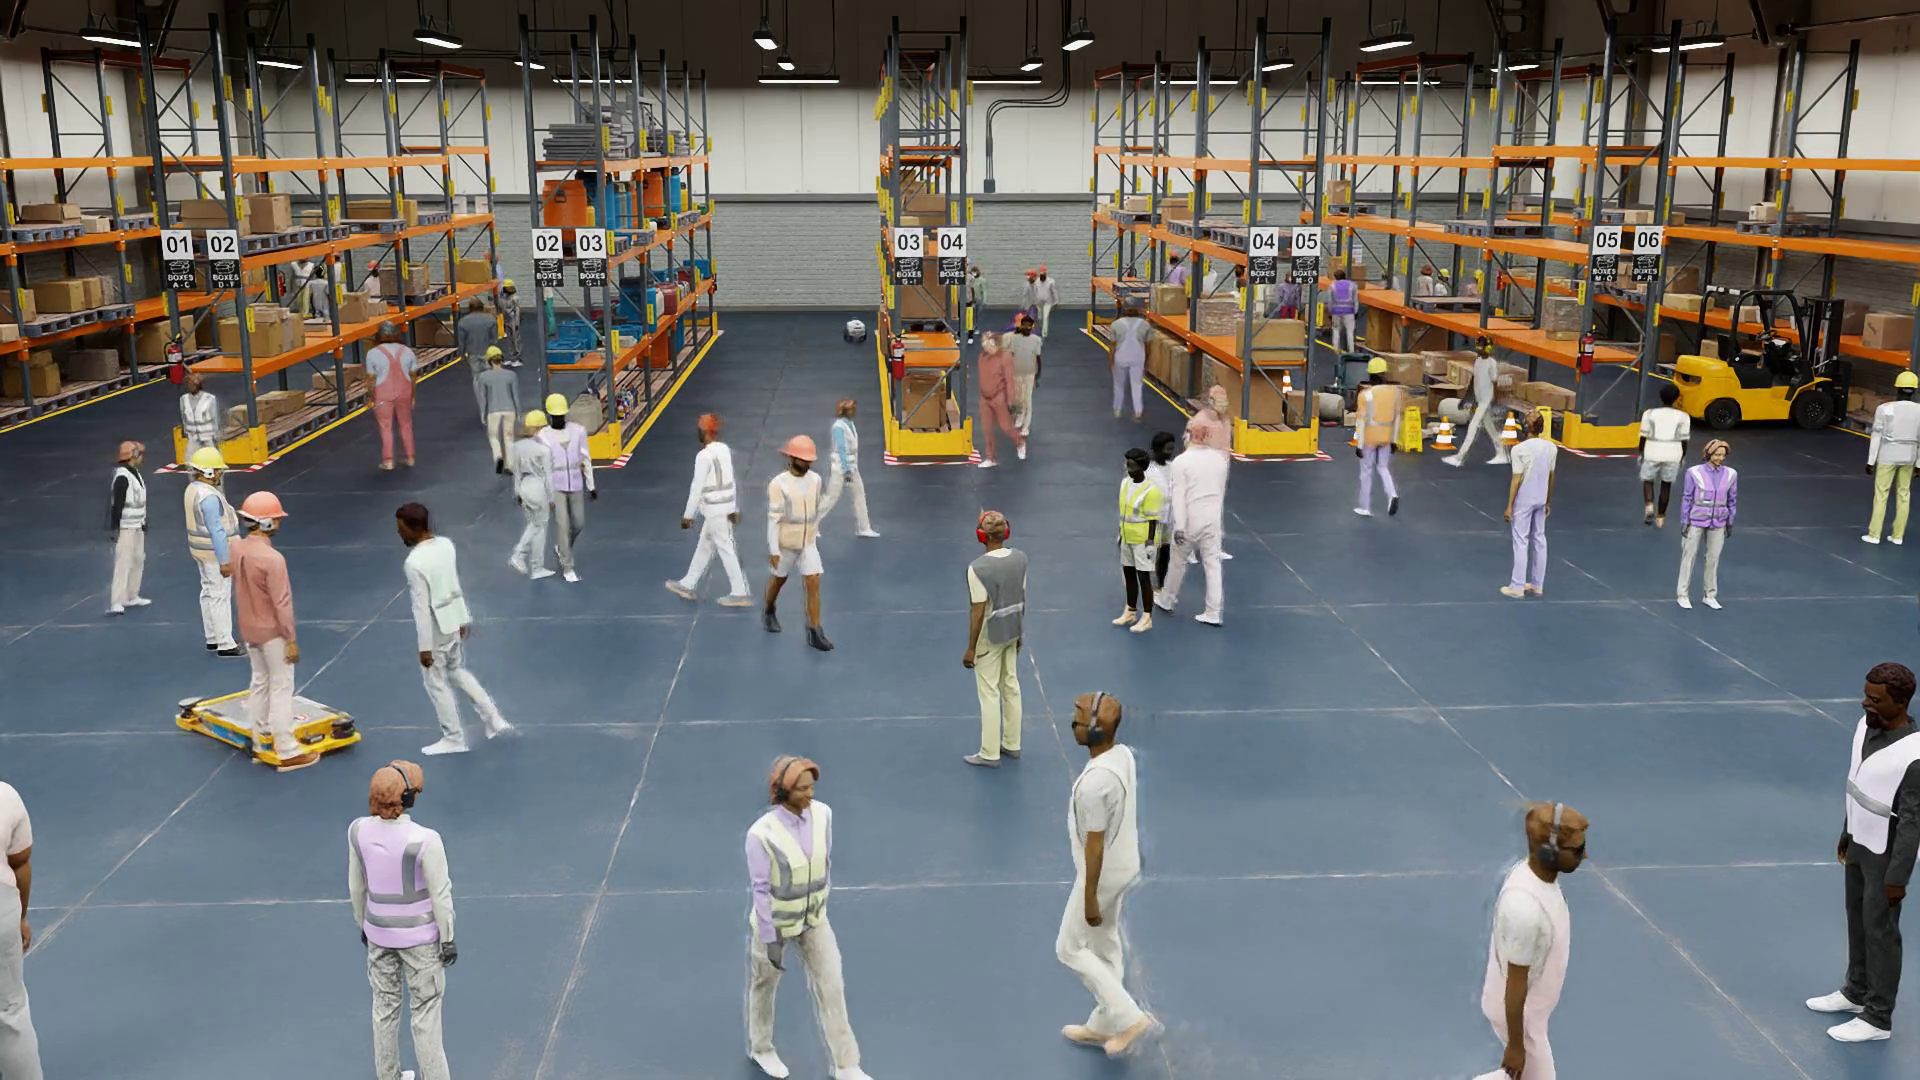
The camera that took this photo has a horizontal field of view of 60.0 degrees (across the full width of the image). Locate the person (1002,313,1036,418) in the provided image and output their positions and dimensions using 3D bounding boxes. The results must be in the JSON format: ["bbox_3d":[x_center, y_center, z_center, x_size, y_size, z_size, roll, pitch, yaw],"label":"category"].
[{"bbox_3d":[0.942,-2.798,26.782,0.575,1.732,0.684,1,13,5],"label":"person"}]

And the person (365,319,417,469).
[{"bbox_3d":[-7.785,-1.997,22.729,0.687,2.000,0.536,-11,17,-39],"label":"person"}]

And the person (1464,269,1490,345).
[{"bbox_3d":[11.291,-5.064,36.394,0.539,1.735,0.778,1,13,3],"label":"person"}]

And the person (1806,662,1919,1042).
[{"bbox_3d":[4.503,1.515,8.137,0.397,1.911,0.588,1,13,5],"label":"person"}]

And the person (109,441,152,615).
[{"bbox_3d":[-7.864,-0.118,15.692,0.397,1.605,0.644,-2,13,-9],"label":"person"}]

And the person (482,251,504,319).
[{"bbox_3d":[-11.094,-5.910,39.573,0.418,1.913,0.587,2,13,8],"label":"person"}]

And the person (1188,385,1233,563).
[{"bbox_3d":[2.650,-0.692,17.534,0.426,1.913,0.694,10,17,37],"label":"person"}]

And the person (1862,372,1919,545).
[{"bbox_3d":[10.312,-0.891,18.316,0.587,1.921,0.388,2,13,7],"label":"person"}]

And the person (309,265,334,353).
[{"bbox_3d":[-13.587,-4.914,35.448,0.519,1.874,0.331,3,14,11],"label":"person"}]

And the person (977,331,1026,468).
[{"bbox_3d":[0.543,-1.955,22.933,0.657,1.870,0.799,12,18,42],"label":"person"}]

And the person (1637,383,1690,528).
[{"bbox_3d":[8.063,-0.955,19.078,0.553,1.683,0.397,5,14,21],"label":"person"}]

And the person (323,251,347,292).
[{"bbox_3d":[-14.586,-5.835,39.014,0.636,2.025,0.558,-1,13,-6],"label":"person"}]

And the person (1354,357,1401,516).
[{"bbox_3d":[4.921,-1.195,19.595,0.600,1.914,0.614,-4,14,-17],"label":"person"}]

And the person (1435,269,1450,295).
[{"bbox_3d":[10.376,-4.969,35.929,0.337,1.757,0.518,7,15,29],"label":"person"}]

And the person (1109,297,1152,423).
[{"bbox_3d":[2.724,-2.915,26.617,0.694,2.000,1.010,-1,13,-3],"label":"person"}]

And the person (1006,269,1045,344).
[{"bbox_3d":[1.427,-5.212,37.090,0.877,1.696,0.574,5,14,22],"label":"person"}]

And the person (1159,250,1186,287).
[{"bbox_3d":[4.873,-5.648,38.241,0.615,2.030,0.518,-3,14,-14],"label":"person"}]

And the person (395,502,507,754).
[{"bbox_3d":[-3.660,0.640,11.895,0.607,1.885,0.633,1,13,6],"label":"person"}]

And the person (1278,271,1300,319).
[{"bbox_3d":[7.357,-5.206,37.213,0.500,1.628,0.271,-2,13,-10],"label":"person"}]

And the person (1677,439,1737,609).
[{"bbox_3d":[7.081,-0.148,15.777,0.514,1.634,0.313,0,13,0],"label":"person"}]

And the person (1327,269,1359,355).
[{"bbox_3d":[8.061,-4.785,35.049,0.662,1.803,0.585,2,14,10],"label":"person"}]

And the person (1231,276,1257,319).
[{"bbox_3d":[5.560,-4.292,32.867,0.597,1.859,0.841,-2,13,-9],"label":"person"}]

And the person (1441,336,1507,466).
[{"bbox_3d":[7.156,-1.910,22.860,1.009,1.811,0.521,-2,13,-6],"label":"person"}]

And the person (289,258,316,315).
[{"bbox_3d":[-16.359,-6.271,41.354,0.646,1.804,0.586,-1,13,-4],"label":"person"}]

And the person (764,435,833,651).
[{"bbox_3d":[-1.482,-0.017,14.703,0.566,1.882,1.032,-10,16,-36],"label":"person"}]

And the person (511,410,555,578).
[{"bbox_3d":[-4.305,-0.457,16.887,0.497,1.727,0.407,11,17,39],"label":"person"}]

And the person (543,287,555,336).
[{"bbox_3d":[-9.626,-5.627,38.692,0.331,1.768,0.526,-1,13,-6],"label":"person"}]

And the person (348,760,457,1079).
[{"bbox_3d":[-2.512,1.791,7.538,0.525,1.639,0.307,5,14,20],"label":"person"}]

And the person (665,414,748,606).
[{"bbox_3d":[-2.445,-0.285,15.882,0.933,1.840,0.588,3,14,12],"label":"person"}]

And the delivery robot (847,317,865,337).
[{"bbox_3d":[-2.347,-4.788,37.532,0.477,0.478,0.707,-3,13,-11],"label":"delivery robot"}]

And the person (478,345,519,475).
[{"bbox_3d":[-6.121,-1.710,22.140,0.545,1.749,0.484,-7,15,-26],"label":"person"}]

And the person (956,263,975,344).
[{"bbox_3d":[0.101,-5.317,37.196,0.508,1.861,0.328,6,14,23],"label":"person"}]

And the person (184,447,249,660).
[{"bbox_3d":[-6.377,0.110,14.256,0.404,1.829,0.588,-11,17,-39],"label":"person"}]

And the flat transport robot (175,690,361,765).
[{"bbox_3d":[-5.154,1.347,12.352,1.431,0.197,0.652,10,17,36],"label":"flat transport robot"}]

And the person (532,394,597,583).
[{"bbox_3d":[-4.047,-0.553,16.943,0.601,1.900,0.751,-9,16,-34],"label":"person"}]

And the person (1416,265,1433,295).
[{"bbox_3d":[10.891,-5.626,38.970,0.280,1.634,0.498,-7,15,-26],"label":"person"}]

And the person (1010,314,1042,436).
[{"bbox_3d":[0.996,-2.531,25.401,0.537,1.849,0.505,2,13,8],"label":"person"}]

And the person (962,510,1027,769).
[{"bbox_3d":[0.259,0.702,11.716,0.374,1.841,0.573,11,17,40],"label":"person"}]

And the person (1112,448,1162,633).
[{"bbox_3d":[1.609,-0.005,15.047,0.319,1.691,0.537,-7,15,-29],"label":"person"}]

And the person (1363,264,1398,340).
[{"bbox_3d":[9.549,-5.301,37.322,0.991,1.773,0.614,-3,14,-11],"label":"person"}]

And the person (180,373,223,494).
[{"bbox_3d":[-9.292,-1.224,20.361,0.534,1.622,0.537,2,13,7],"label":"person"}]

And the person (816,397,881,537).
[{"bbox_3d":[-1.349,-0.808,18.625,0.815,1.603,0.518,4,14,17],"label":"person"}]

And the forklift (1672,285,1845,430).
[{"bbox_3d":[12.503,-2.886,26.166,2.313,2.155,1.214,-1,13,-3],"label":"forklift"}]

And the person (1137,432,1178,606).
[{"bbox_3d":[1.879,-0.214,15.904,0.549,1.686,0.475,-11,17,-39],"label":"person"}]

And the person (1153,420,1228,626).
[{"bbox_3d":[2.136,-0.178,15.414,0.664,1.851,0.970,-7,15,-28],"label":"person"}]

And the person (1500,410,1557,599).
[{"bbox_3d":[5.522,-0.346,16.152,0.507,1.845,0.339,-5,14,-19],"label":"person"}]

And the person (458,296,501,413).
[{"bbox_3d":[-7.929,-3.056,27.461,0.664,1.923,0.487,-3,14,-13],"label":"person"}]

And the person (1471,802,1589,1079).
[{"bbox_3d":[2.203,1.896,6.729,0.746,1.822,0.506,6,15,25],"label":"person"}]

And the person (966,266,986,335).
[{"bbox_3d":[0.343,-5.571,38.806,0.509,1.595,0.835,2,13,9],"label":"person"}]

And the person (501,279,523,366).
[{"bbox_3d":[-9.012,-4.357,33.363,0.483,1.745,0.304,12,18,42],"label":"person"}]

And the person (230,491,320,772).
[{"bbox_3d":[-4.835,0.639,11.676,0.625,1.987,0.392,11,17,38],"label":"person"}]

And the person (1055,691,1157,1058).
[{"bbox_3d":[0.693,1.600,7.924,0.443,1.833,0.501,7,15,26],"label":"person"}]

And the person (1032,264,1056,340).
[{"bbox_3d":[1.934,-5.450,38.040,0.583,1.724,0.704,4,14,18],"label":"person"}]

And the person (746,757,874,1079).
[{"bbox_3d":[-0.720,1.781,7.624,0.512,1.611,0.775,-12,18,-42],"label":"person"}]
